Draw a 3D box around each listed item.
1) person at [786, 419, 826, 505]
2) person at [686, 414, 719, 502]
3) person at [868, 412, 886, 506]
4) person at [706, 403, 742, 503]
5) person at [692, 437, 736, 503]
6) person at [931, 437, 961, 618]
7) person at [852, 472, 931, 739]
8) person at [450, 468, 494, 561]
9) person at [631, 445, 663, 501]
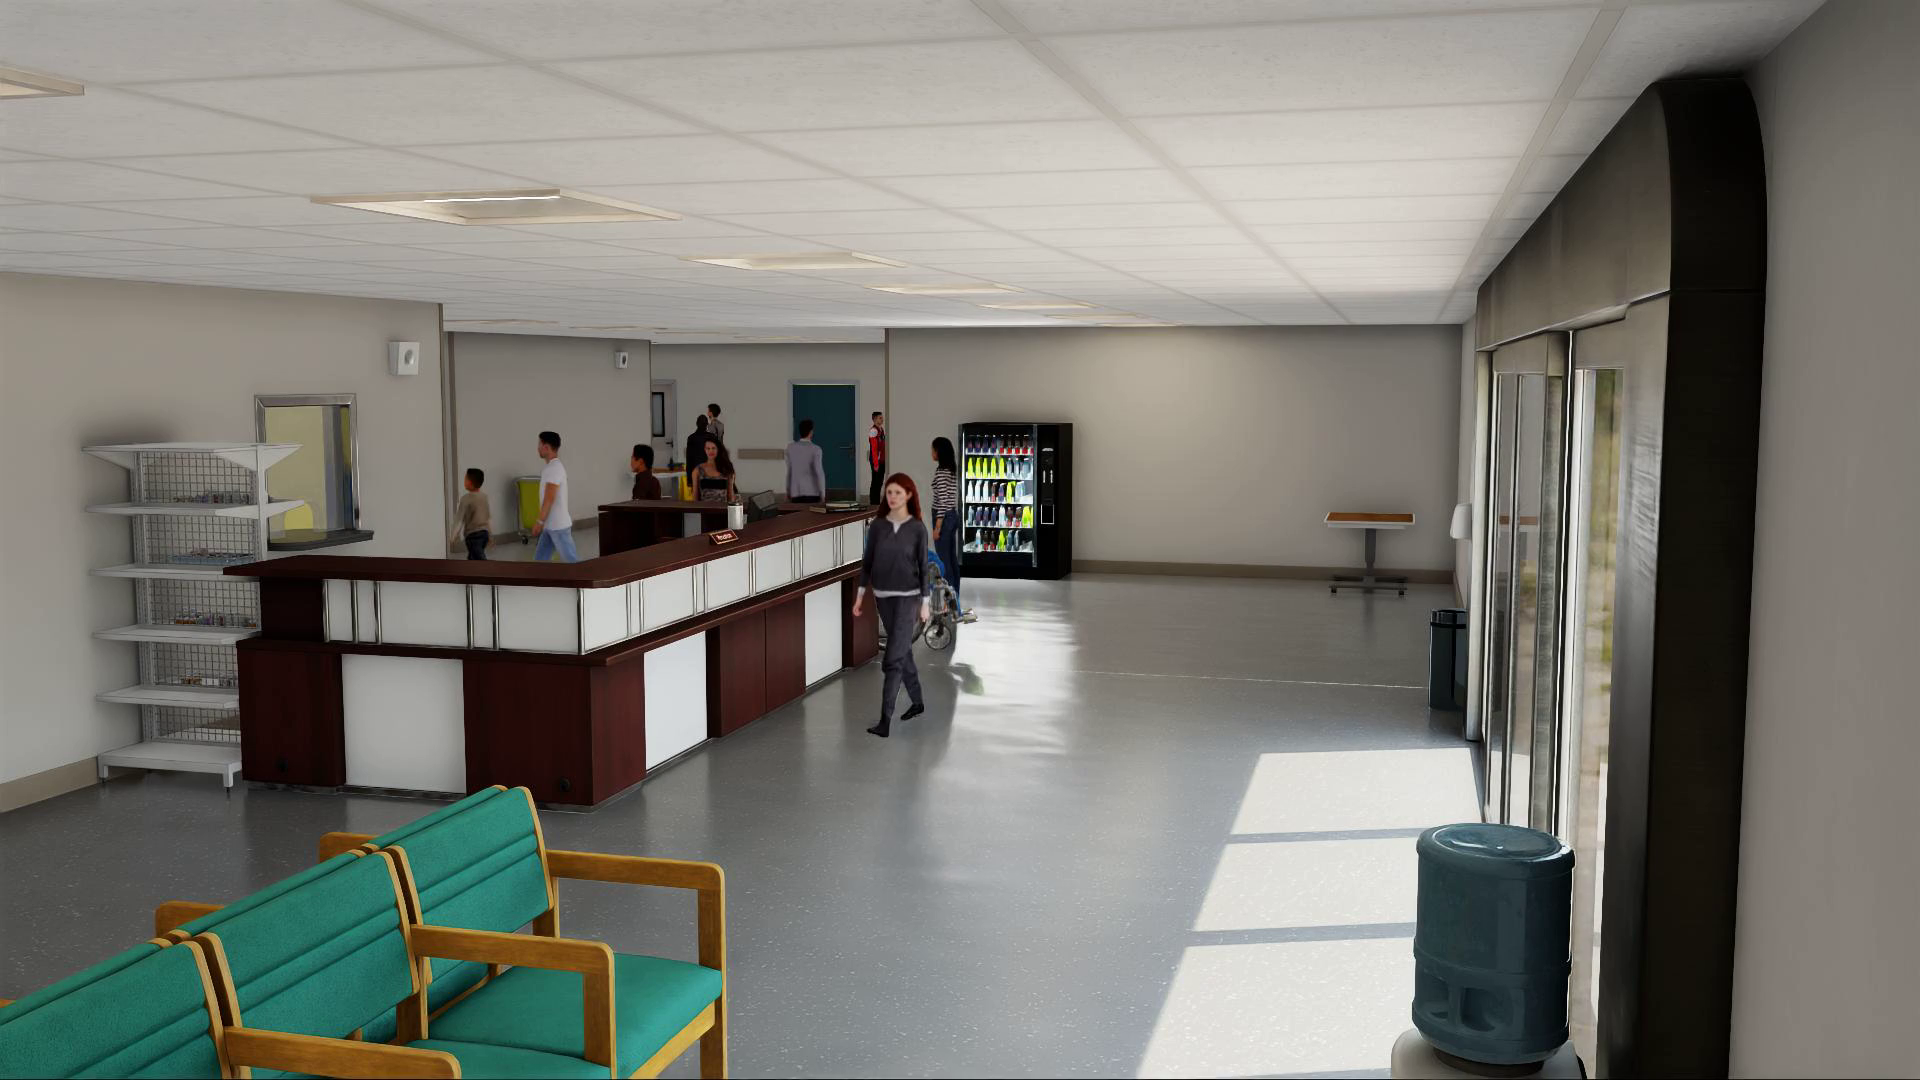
[{"bbox_3d":[-2.014,-0.595,21.054,0.765,1.836,0.819,3,6,25],"label":"person"},{"bbox_3d":[-3.832,-0.975,24.884,0.748,1.826,0.850,-2,6,-20],"label":"person"},{"bbox_3d":[-1.449,-1.379,29.245,0.536,1.757,0.633,2,6,16],"label":"person"},{"bbox_3d":[-4.287,-1.471,29.668,1.271,1.855,0.814,3,6,26],"label":"person"},{"bbox_3d":[-2.603,-0.208,17.540,0.633,1.770,0.752,-1,6,-13],"label":"person"},{"bbox_3d":[-0.145,-0.135,16.611,0.522,1.794,0.607,2,6,19],"label":"person"},{"bbox_3d":[-0.391,0.453,11.213,1.171,1.721,0.843,3,6,27],"label":"person"},{"bbox_3d":[-4.890,0.015,17.019,1.001,1.430,0.602,2,6,18],"label":"person"},{"bbox_3d":[-2.794,0.004,15.452,0.724,1.765,0.746,0,6,-4],"label":"person"}]
